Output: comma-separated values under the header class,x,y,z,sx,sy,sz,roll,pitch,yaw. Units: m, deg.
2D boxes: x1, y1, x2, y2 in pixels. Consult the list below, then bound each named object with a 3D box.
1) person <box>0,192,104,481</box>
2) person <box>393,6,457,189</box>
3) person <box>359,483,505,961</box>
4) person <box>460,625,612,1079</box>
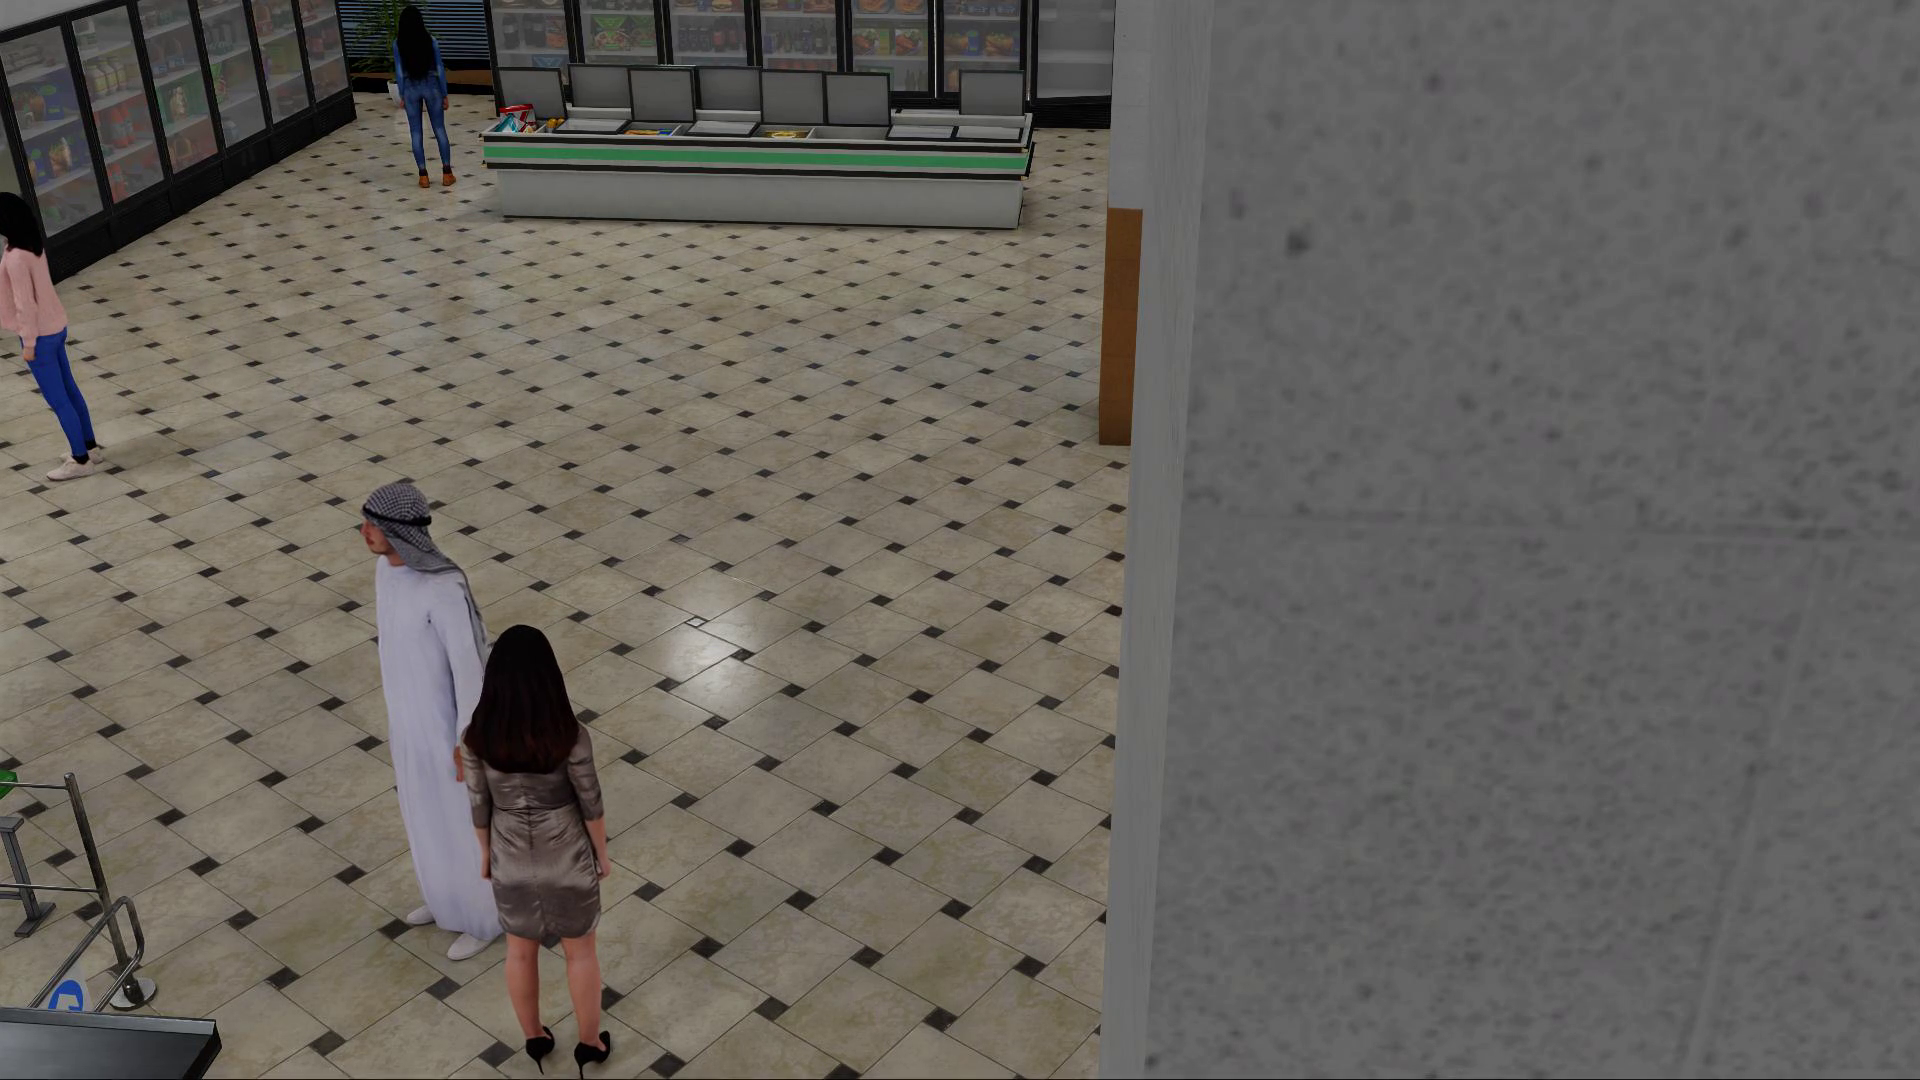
class,x,y,z,sx,sy,sz,roll,pitch,yaw
person,-5.520,-1.225,10.022,0.638,1.768,0.705,-5,27,-9
person,-5.211,-4.299,16.143,0.580,1.713,0.734,-7,28,-14
person,-1.921,0.664,6.123,0.780,1.925,0.862,24,35,38
person,-1.382,1.076,5.513,0.473,1.743,0.663,0,27,0
